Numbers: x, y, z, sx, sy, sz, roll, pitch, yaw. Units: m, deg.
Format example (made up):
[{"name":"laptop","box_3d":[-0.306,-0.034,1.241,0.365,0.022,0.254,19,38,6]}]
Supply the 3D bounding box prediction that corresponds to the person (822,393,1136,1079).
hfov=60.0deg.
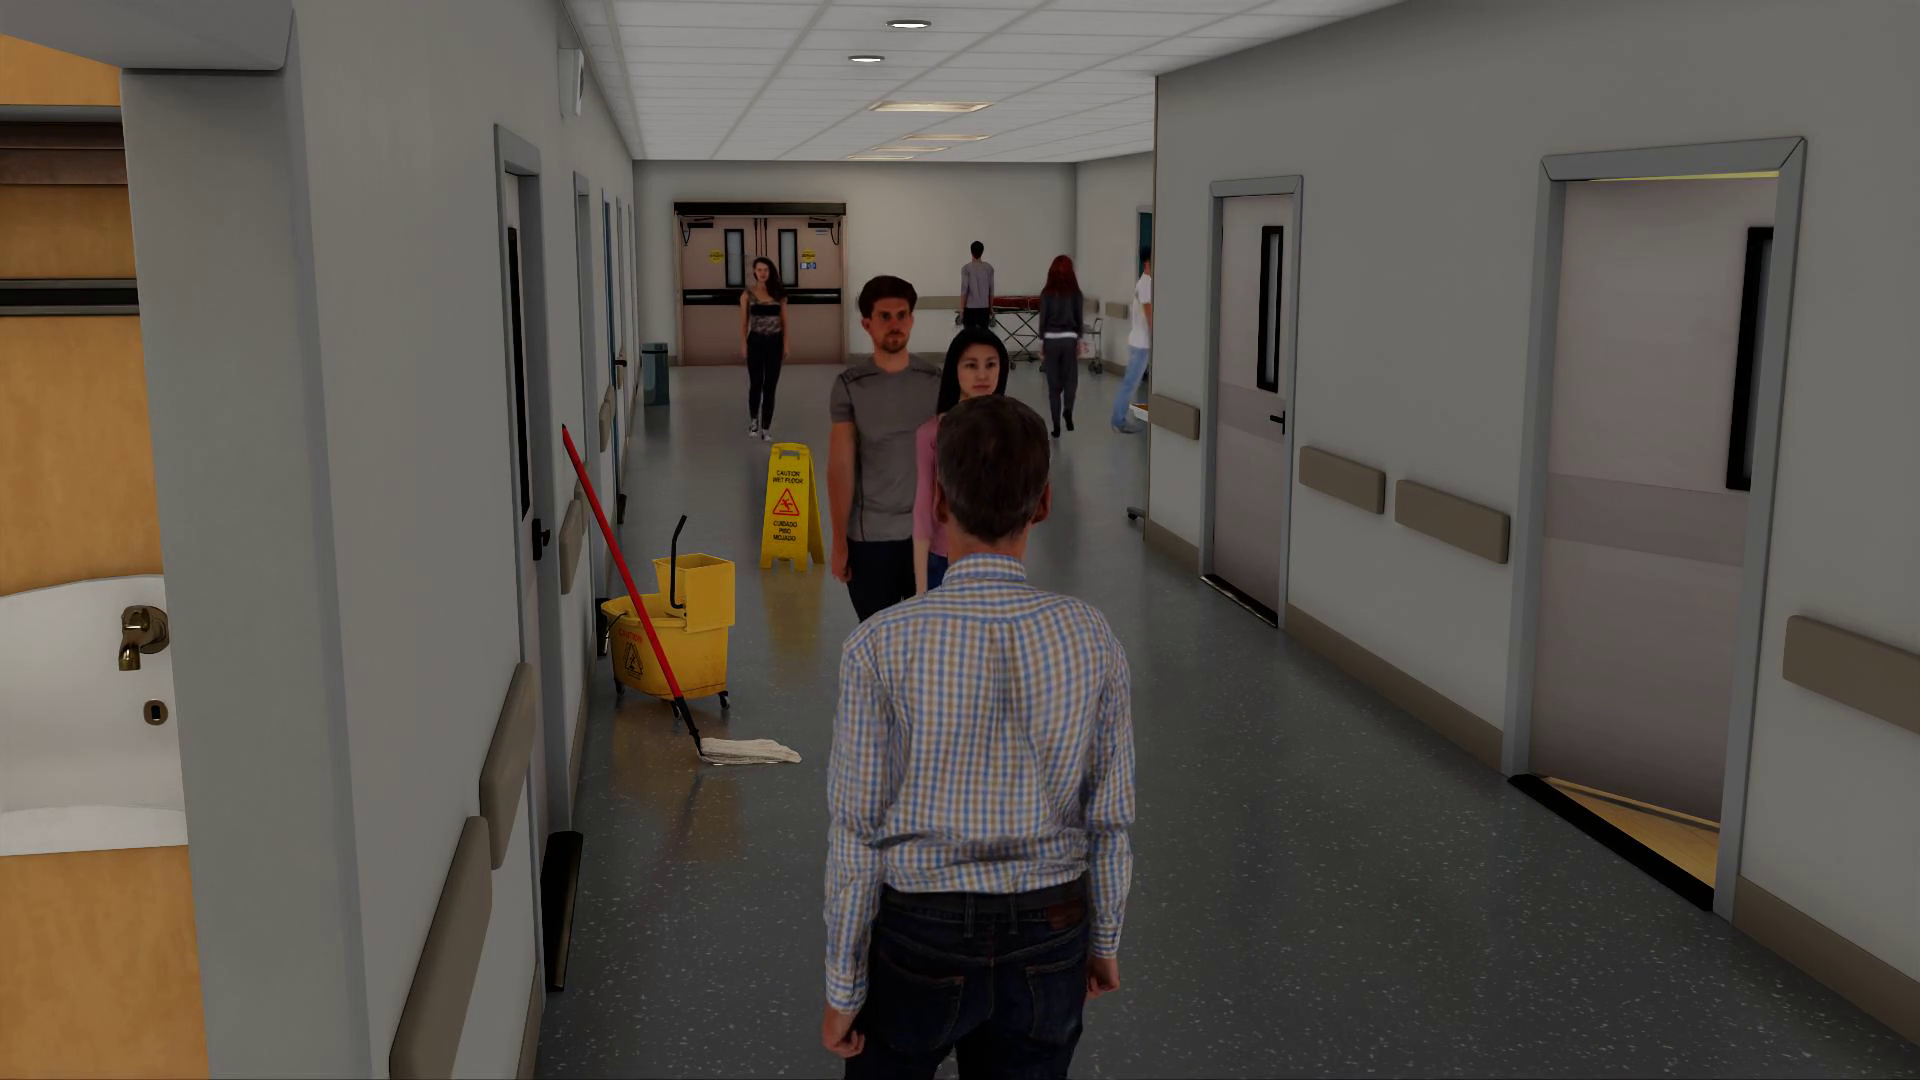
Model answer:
[{"name":"person","box_3d":[0.035,0.684,2.613,0.671,1.811,0.599,-2,11,-11]}]

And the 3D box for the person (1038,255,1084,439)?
[{"name":"person","box_3d":[0.974,-1.842,16.046,0.691,1.766,0.871,0,11,2]}]

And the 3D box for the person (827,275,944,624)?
[{"name":"person","box_3d":[-0.264,-0.035,6.220,0.679,1.878,0.697,-3,11,-13]}]

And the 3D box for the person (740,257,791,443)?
[{"name":"person","box_3d":[-1.883,-1.817,15.932,0.650,1.759,0.690,-4,11,-18]}]

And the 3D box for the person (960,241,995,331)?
[{"name":"person","box_3d":[0.234,-3.241,23.209,0.714,1.843,0.627,-5,12,-24]}]

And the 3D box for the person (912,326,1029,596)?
[{"name":"person","box_3d":[0.027,0.117,5.826,0.604,1.727,0.714,-1,11,-3]}]
